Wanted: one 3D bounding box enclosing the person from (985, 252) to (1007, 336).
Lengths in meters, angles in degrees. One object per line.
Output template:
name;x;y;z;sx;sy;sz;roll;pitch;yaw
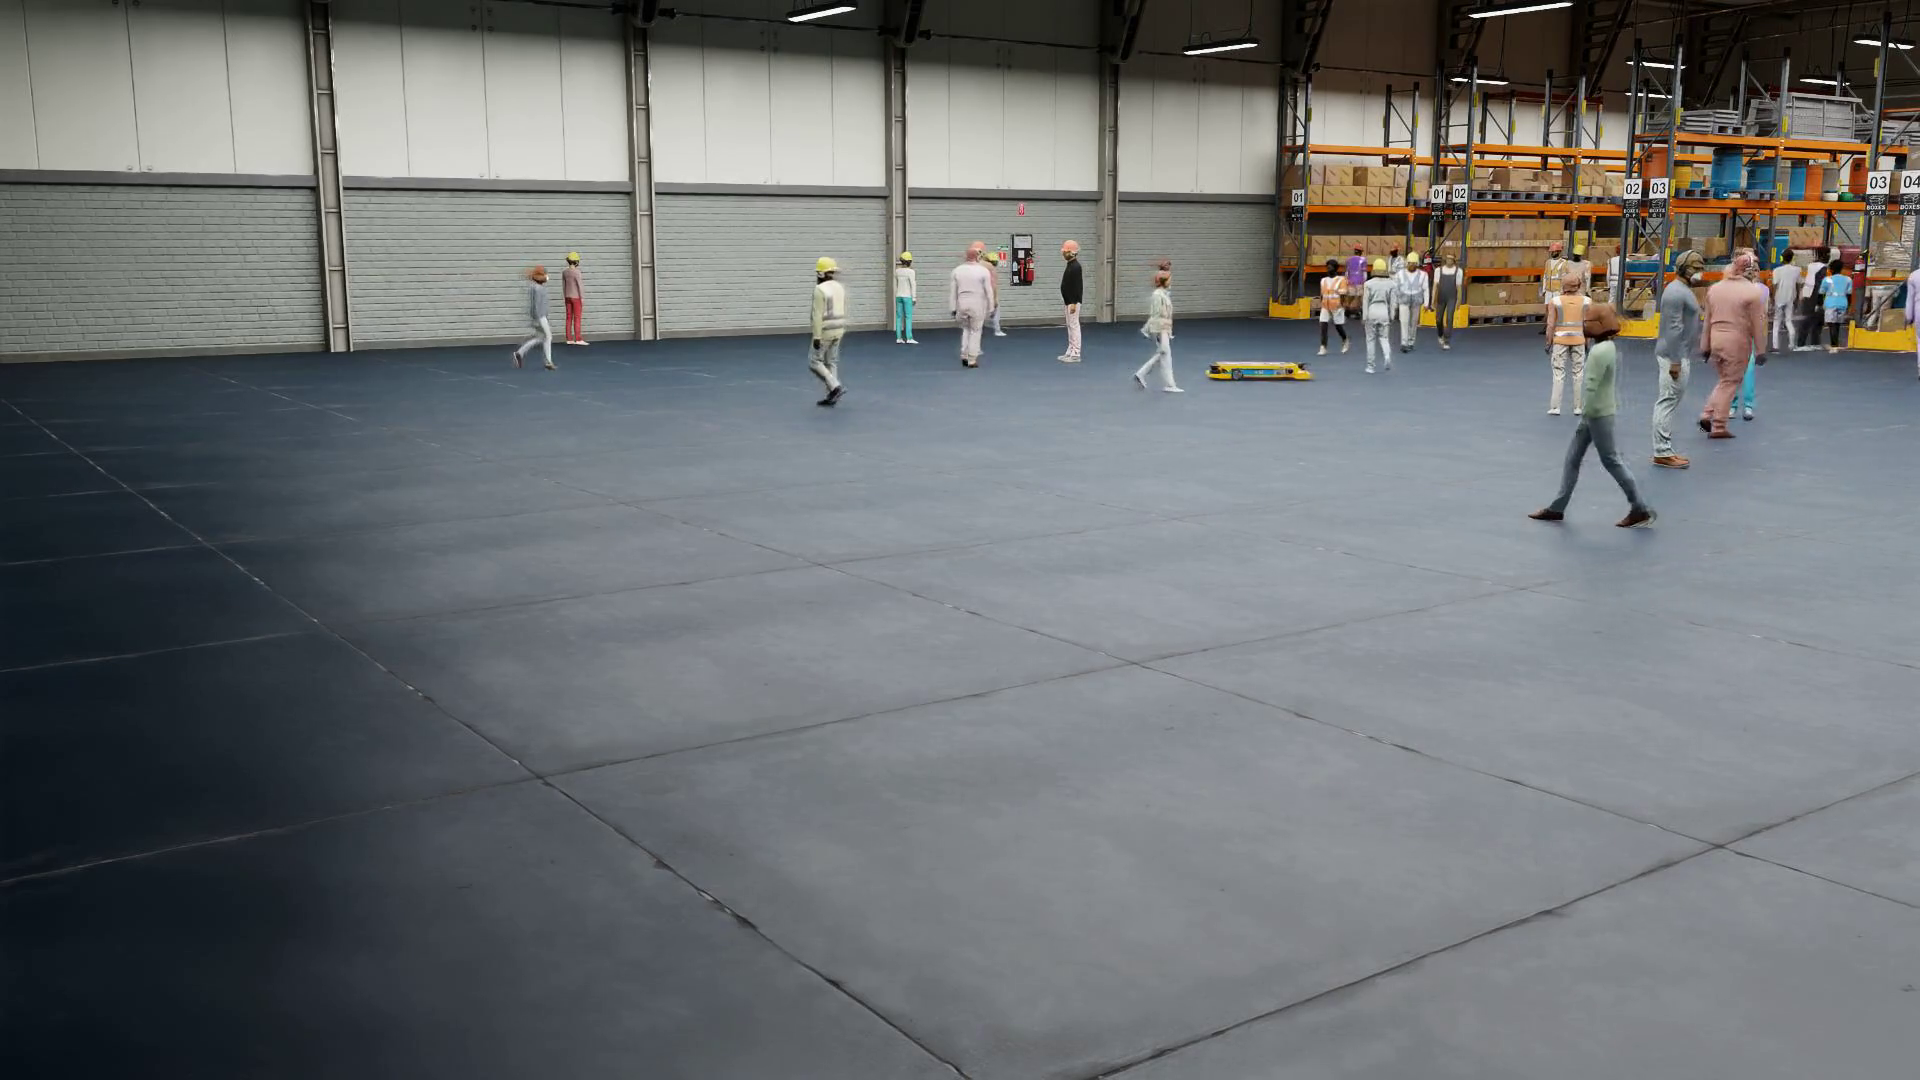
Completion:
person;0.568;-5.083;34.438;0.770;1.741;0.522;-6;12;-29

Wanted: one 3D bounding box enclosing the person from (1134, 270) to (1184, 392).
person;2.662;-2.773;22.114;0.647;1.622;0.532;3;11;15

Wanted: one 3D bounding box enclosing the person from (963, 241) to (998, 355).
person;0.355;-4.234;29.185;0.642;1.966;0.794;5;12;26

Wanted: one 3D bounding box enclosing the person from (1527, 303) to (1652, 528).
person;4.559;-0.884;11.835;0.839;1.593;0.511;4;11;23

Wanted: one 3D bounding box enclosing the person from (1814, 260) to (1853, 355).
person;15.343;-4.089;29.240;0.531;1.641;0.842;0;10;-1

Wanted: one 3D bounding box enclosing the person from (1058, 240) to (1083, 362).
person;1.836;-3.938;27.466;0.374;1.997;0.611;-1;10;-8

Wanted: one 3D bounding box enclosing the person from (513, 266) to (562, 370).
person;-6.586;-3.437;25.811;0.674;1.617;0.499;-2;11;-10

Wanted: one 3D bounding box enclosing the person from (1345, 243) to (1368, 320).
person;9.833;-6.413;41.297;0.548;1.908;0.517;8;13;39

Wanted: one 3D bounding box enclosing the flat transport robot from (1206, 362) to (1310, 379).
flat transport robot;4.315;-2.466;24.133;1.431;0.197;0.652;1;10;3

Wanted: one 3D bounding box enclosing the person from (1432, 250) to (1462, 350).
person;8.958;-4.417;30.595;0.513;1.827;0.633;4;11;21

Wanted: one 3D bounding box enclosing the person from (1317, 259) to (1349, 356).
person;6.481;-4.031;28.839;0.534;1.677;0.706;9;13;40

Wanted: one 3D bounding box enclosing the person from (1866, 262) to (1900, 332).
person;18.308;-4.882;32.989;0.448;1.868;0.580;-9;14;-40

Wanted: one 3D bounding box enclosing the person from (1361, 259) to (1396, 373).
person;6.336;-3.382;25.168;0.489;1.731;0.462;-1;10;-3

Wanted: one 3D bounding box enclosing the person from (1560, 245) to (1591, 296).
person;12.728;-5.151;34.430;0.588;1.879;0.915;4;11;20

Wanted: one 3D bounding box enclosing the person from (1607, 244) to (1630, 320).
person;15.194;-5.870;38.371;0.355;1.883;0.575;-7;13;-35

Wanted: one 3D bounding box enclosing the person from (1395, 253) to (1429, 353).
person;8.070;-4.241;29.739;0.606;1.776;0.981;2;11;10

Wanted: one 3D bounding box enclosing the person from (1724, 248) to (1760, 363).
person;12.781;-3.808;27.109;0.654;1.865;0.920;-1;10;-6

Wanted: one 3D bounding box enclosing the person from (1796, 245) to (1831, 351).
person;15.505;-4.345;29.981;0.727;1.890;0.586;2;11;13

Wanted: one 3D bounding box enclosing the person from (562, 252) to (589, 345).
person;-7.343;-4.590;31.673;0.524;1.769;0.309;7;13;35

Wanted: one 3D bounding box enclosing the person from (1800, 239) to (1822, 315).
person;21.324;-6.496;41.501;1.070;1.985;0.633;-8;13;-38

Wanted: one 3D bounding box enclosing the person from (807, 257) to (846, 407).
person;-1.593;-2.490;20.016;0.438;1.813;0.612;6;12;28

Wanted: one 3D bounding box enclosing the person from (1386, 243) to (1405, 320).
person;10.626;-6.352;40.966;0.956;1.889;0.565;-7;13;-36

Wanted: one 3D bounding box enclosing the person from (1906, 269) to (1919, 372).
person;13.994;-3.246;23.976;0.664;1.882;0.433;7;13;35

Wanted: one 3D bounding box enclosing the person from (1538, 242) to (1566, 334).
person;12.476;-5.274;34.955;0.362;1.935;0.553;-7;13;-35

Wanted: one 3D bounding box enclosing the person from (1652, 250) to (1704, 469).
person;6.417;-1.611;14.888;0.370;1.934;0.627;5;12;27

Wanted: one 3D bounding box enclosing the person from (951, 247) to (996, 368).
person;0.220;-3.654;26.225;0.676;1.884;0.566;6;12;29

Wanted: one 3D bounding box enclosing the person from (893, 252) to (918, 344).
person;-1.051;-4.660;32.055;0.526;1.768;0.330;8;13;38

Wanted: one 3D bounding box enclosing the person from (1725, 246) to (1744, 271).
person;13.470;-4.115;28.763;0.646;1.902;0.705;-6;12;-29

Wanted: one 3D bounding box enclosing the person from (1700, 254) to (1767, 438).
person;7.892;-1.961;16.971;0.477;1.879;0.653;-4;11;-21

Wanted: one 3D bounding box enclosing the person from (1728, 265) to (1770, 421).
person;8.716;-2.224;18.597;0.572;1.798;0.924;5;11;25

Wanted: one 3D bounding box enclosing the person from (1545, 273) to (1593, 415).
person;7.020;-2.249;19.199;0.514;1.636;0.315;1;10;7

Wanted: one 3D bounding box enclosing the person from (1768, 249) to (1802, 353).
person;14.525;-4.199;29.285;0.548;1.845;0.627;1;10;6

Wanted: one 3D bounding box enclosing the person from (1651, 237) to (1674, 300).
person;15.479;-5.626;36.591;0.616;2.041;0.383;-4;11;-22

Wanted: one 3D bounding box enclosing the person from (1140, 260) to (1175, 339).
person;4.033;-4.884;33.725;0.522;1.605;0.700;-10;14;-43
